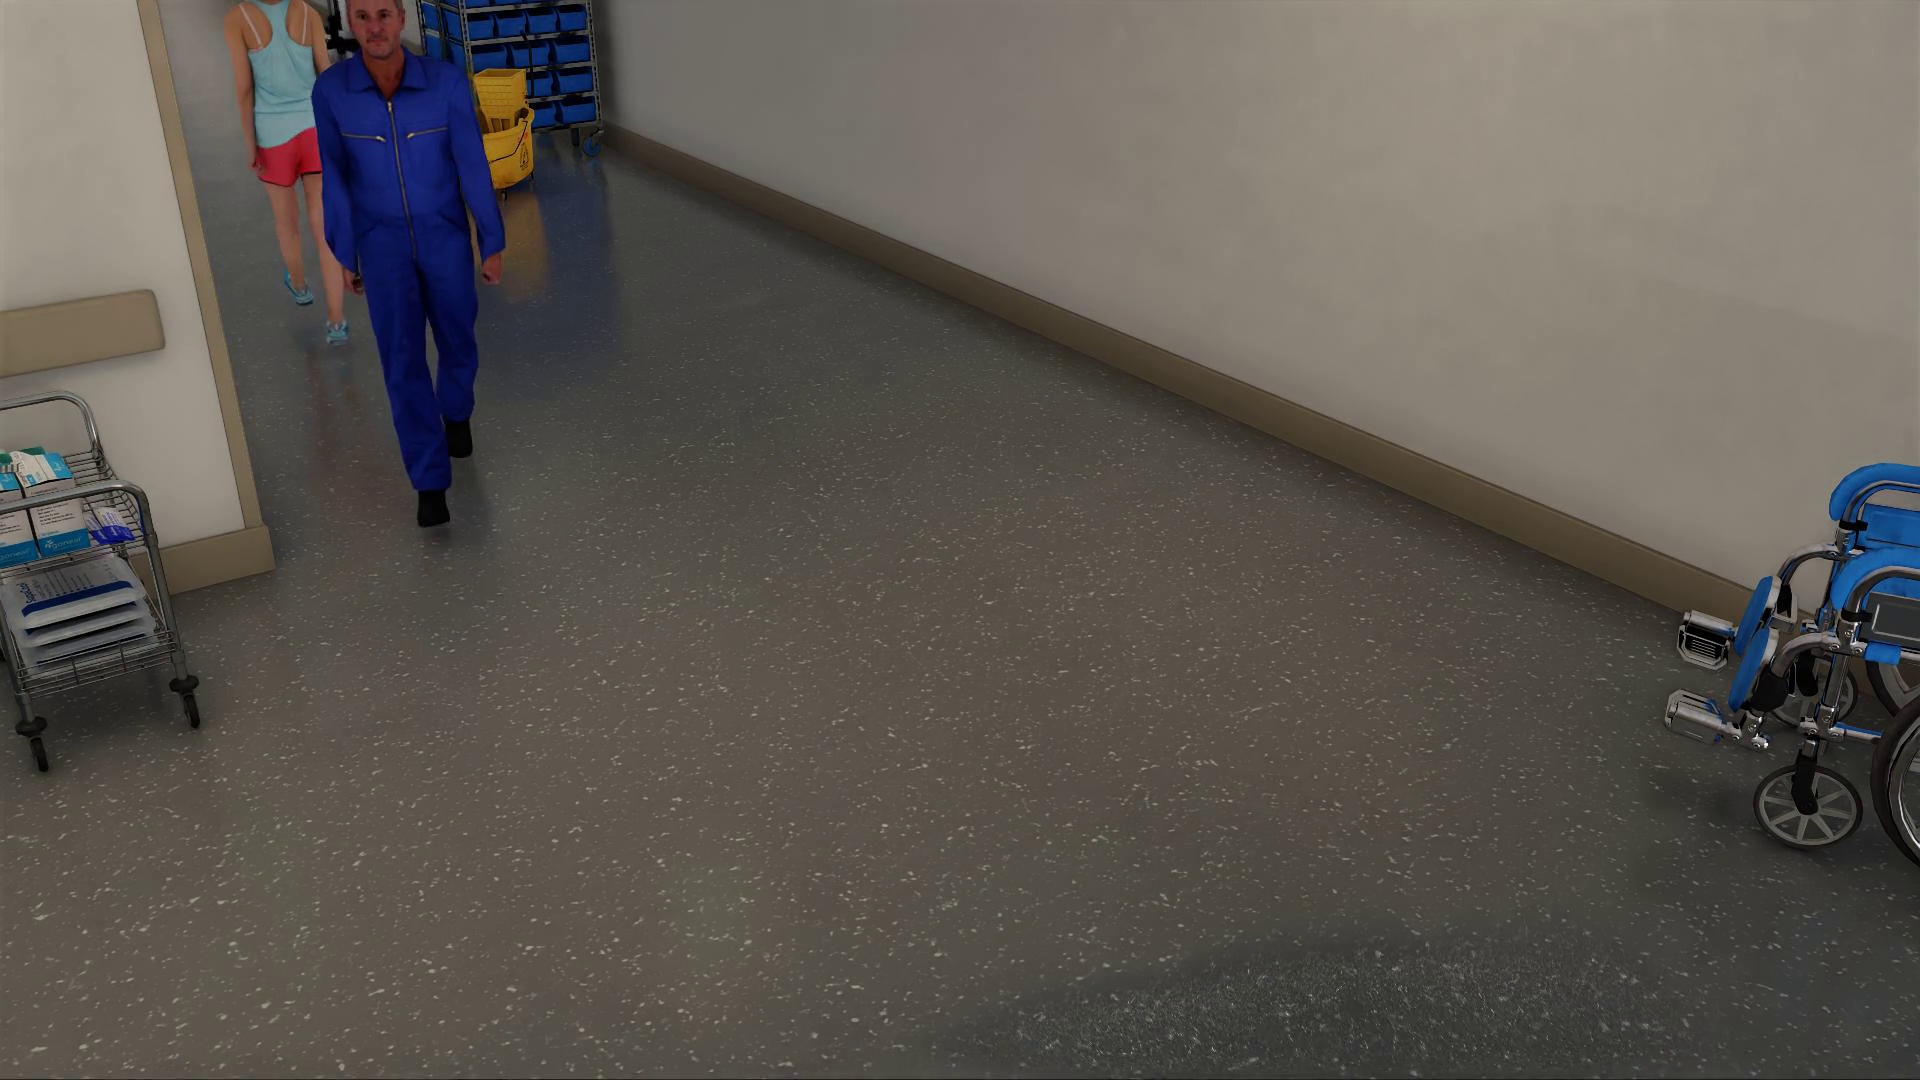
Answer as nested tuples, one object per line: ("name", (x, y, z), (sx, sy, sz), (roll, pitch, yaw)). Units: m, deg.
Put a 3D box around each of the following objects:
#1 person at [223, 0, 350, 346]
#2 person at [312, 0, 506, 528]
("person", (-2.893, -1.700, 7.290), (1.146, 1.712, 0.783), (-12, 28, -24))
("person", (-1.890, -1.024, 5.802), (1.191, 1.788, 1.024), (-8, 27, -16))
